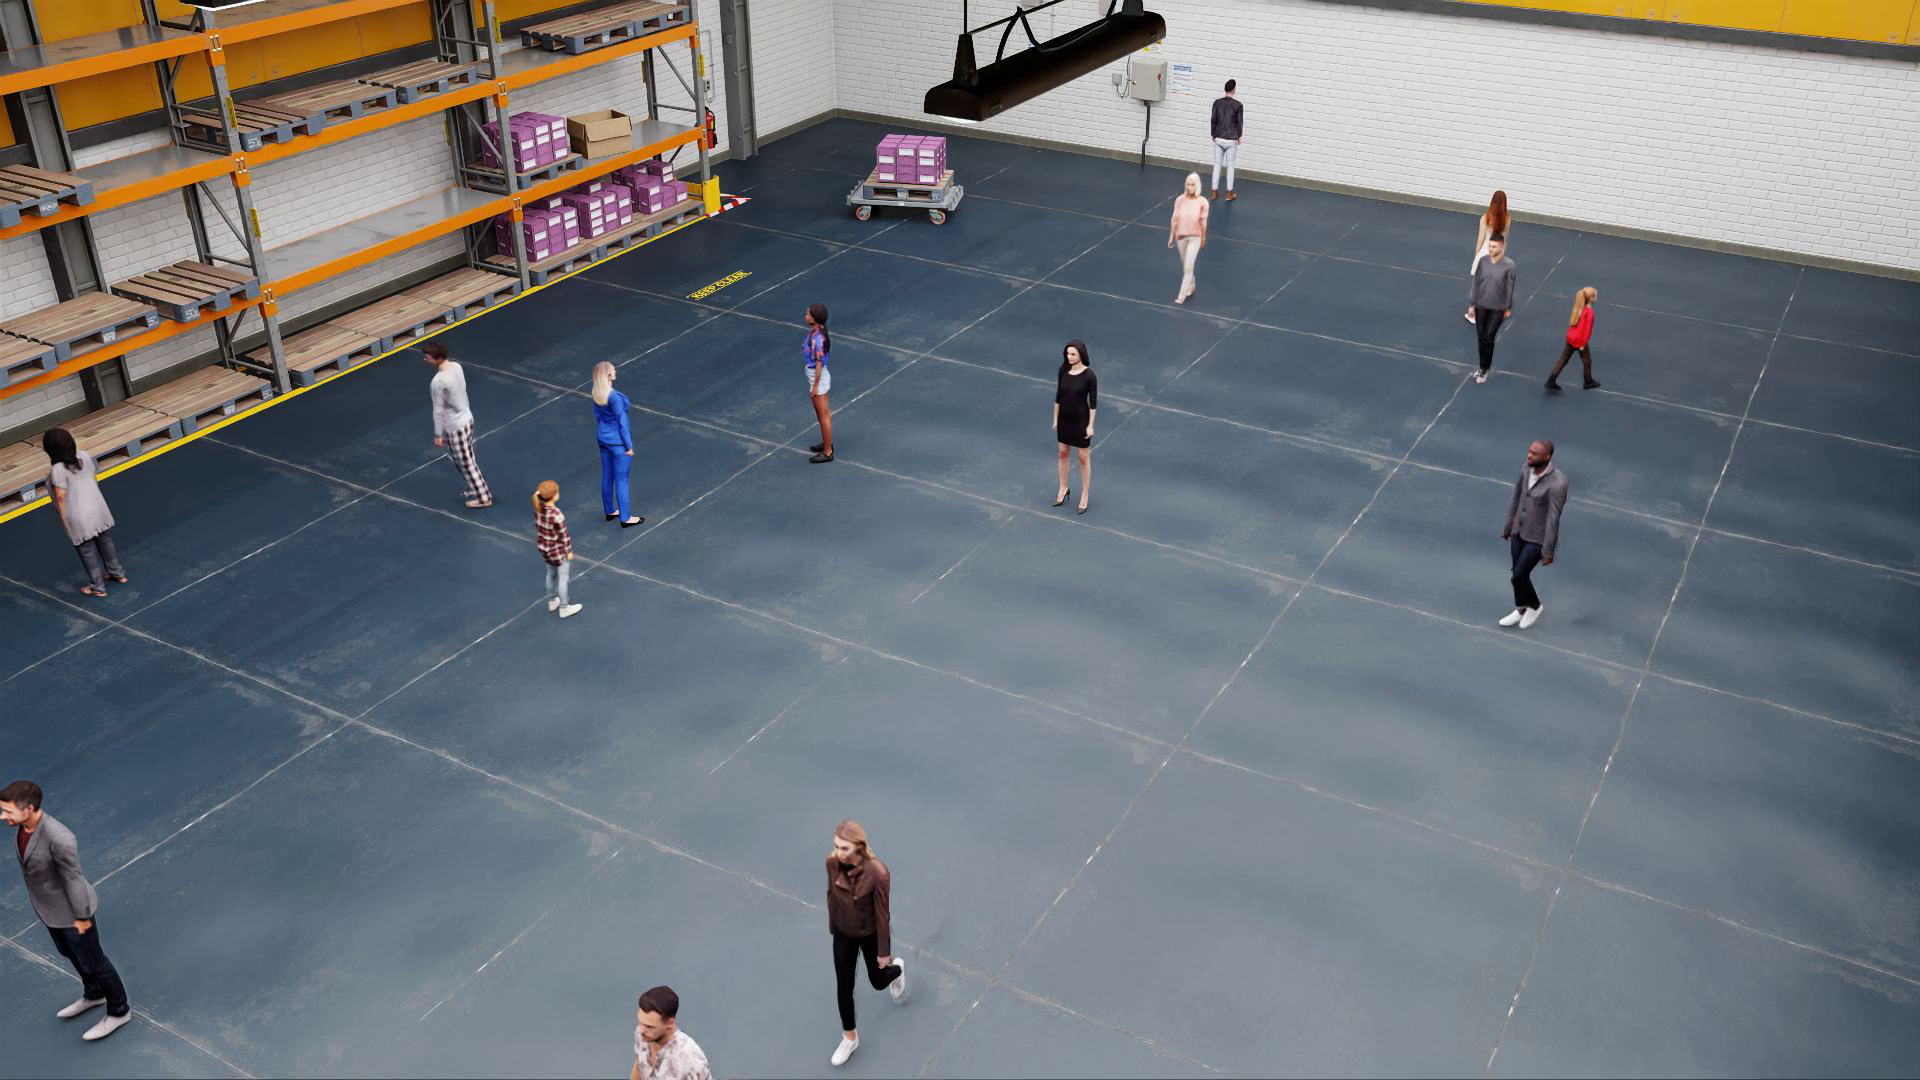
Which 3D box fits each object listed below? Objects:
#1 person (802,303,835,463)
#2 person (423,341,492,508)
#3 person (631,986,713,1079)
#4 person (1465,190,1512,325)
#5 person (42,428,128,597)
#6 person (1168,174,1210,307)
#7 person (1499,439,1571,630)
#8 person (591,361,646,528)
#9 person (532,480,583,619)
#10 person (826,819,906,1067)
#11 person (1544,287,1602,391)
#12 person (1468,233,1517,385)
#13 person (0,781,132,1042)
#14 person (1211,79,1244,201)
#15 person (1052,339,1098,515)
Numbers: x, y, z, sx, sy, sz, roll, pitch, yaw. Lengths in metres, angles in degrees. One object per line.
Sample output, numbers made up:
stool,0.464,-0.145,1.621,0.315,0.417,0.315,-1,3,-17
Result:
person,-1.472,-1.657,17.407,0.727,1.742,0.619,-1,29,-1
person,-4.901,-1.132,16.364,0.874,1.817,0.752,10,30,18
person,-1.430,3.021,8.798,1.194,1.772,0.898,-25,37,-37
person,6.673,-3.564,20.933,0.647,1.712,0.678,-1,29,-2
person,-7.918,-0.271,15.007,0.767,1.606,0.681,7,29,12
person,3.002,-3.940,21.654,0.624,1.682,1.069,14,32,24
person,5.025,-0.044,14.385,0.906,1.804,0.863,-10,30,-17
person,-3.369,-0.938,16.131,0.633,1.700,0.673,-25,37,-38
person,-3.597,0.065,14.707,0.561,1.304,0.551,22,36,35
person,-0.557,2.362,10.099,0.674,1.684,1.012,13,31,22
person,7.013,-2.264,19.036,0.951,1.248,0.863,-8,30,-15
person,6.213,-2.732,19.369,0.690,1.749,0.736,22,35,34
person,-5.466,2.225,10.156,0.676,1.870,0.592,17,33,28
person,4.088,-6.149,25.543,0.663,1.836,0.552,13,31,22
person,1.132,-1.127,16.368,0.618,1.804,0.507,19,34,31
